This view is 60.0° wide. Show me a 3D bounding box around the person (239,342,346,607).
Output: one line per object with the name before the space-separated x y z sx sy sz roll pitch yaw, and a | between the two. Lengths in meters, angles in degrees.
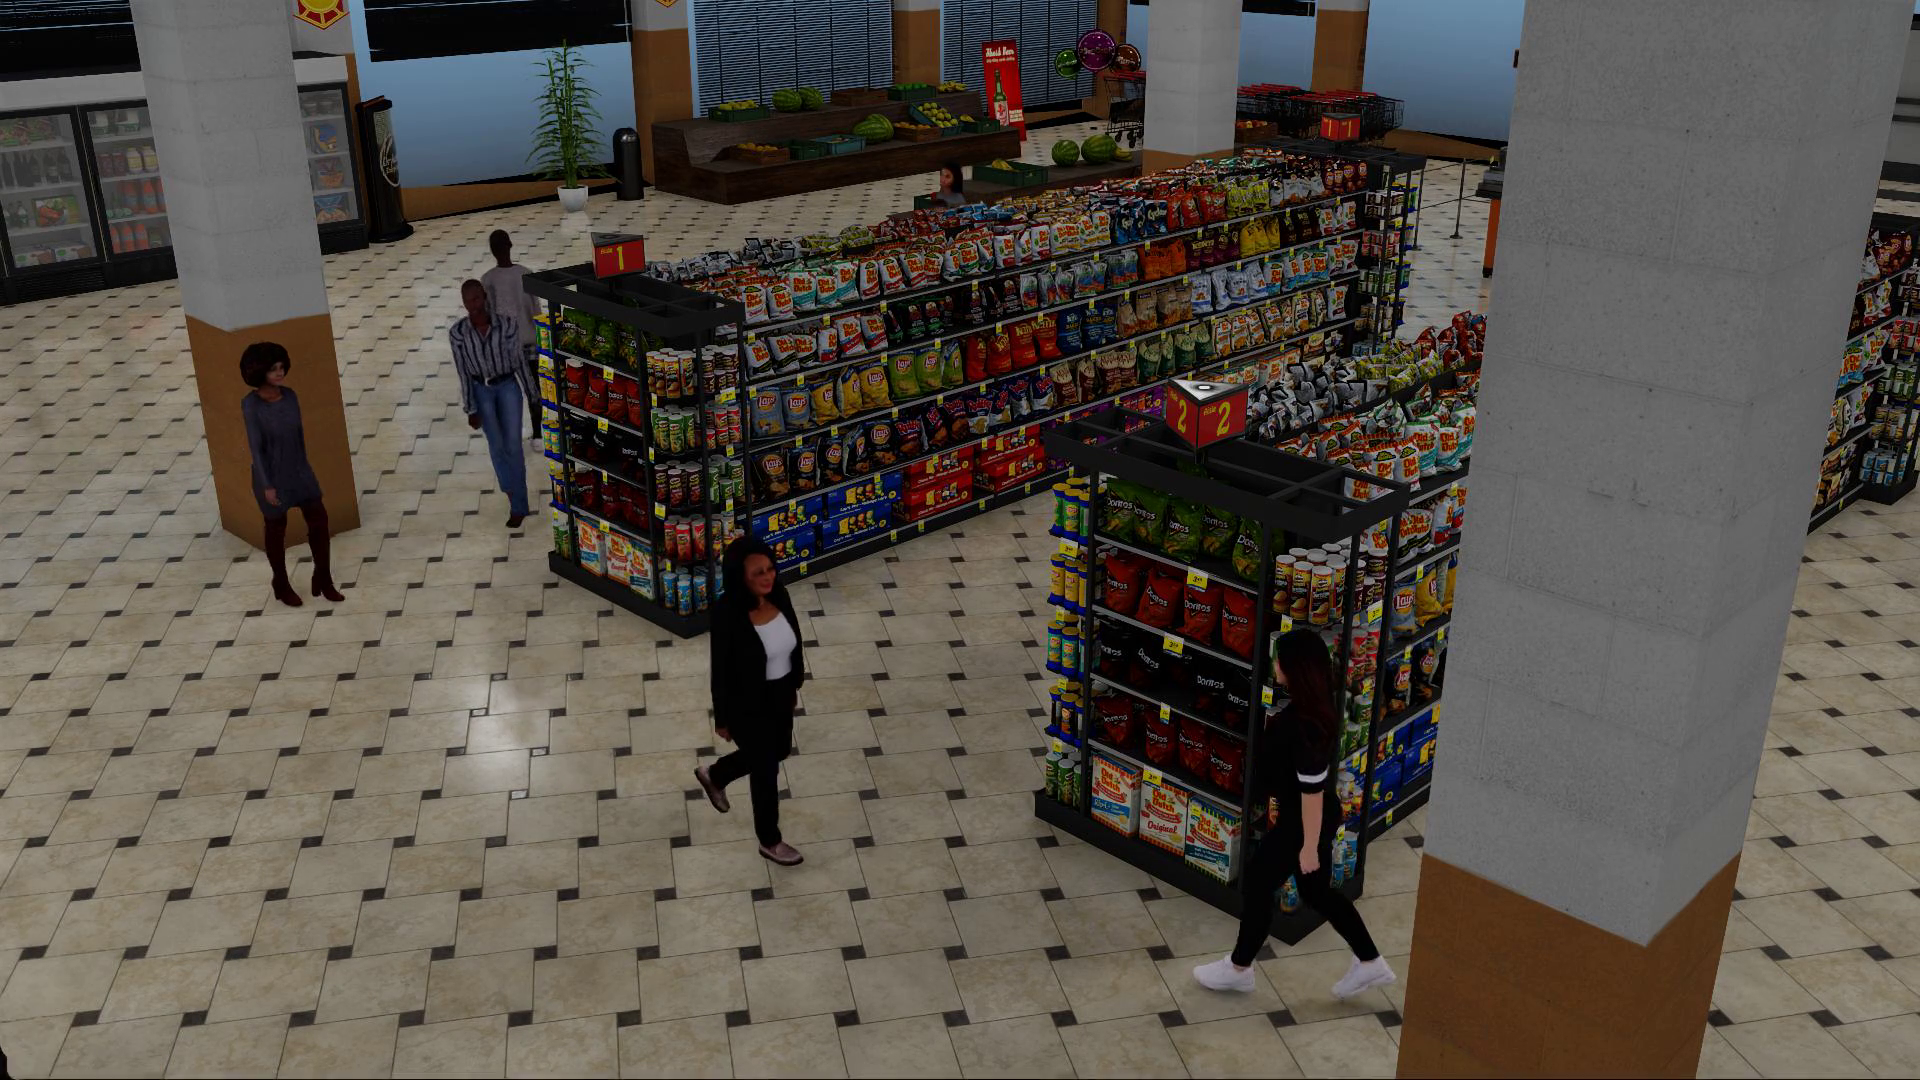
person | -4.268 -0.394 10.303 0.713 1.698 0.678 14 26 31

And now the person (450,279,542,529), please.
person | -3.282 -0.978 11.706 1.123 1.736 1.089 -8 23 -20

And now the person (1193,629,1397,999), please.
person | 1.440 1.139 6.624 1.048 1.597 1.090 4 22 10

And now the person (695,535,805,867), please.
person | -1.000 0.716 7.668 0.843 1.602 0.927 13 25 28

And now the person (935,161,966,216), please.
person | -0.024 -2.795 16.227 1.182 1.737 0.934 -9 24 -22

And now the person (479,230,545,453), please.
person | -3.477 -1.526 13.039 0.667 1.758 0.805 -8 23 -18
